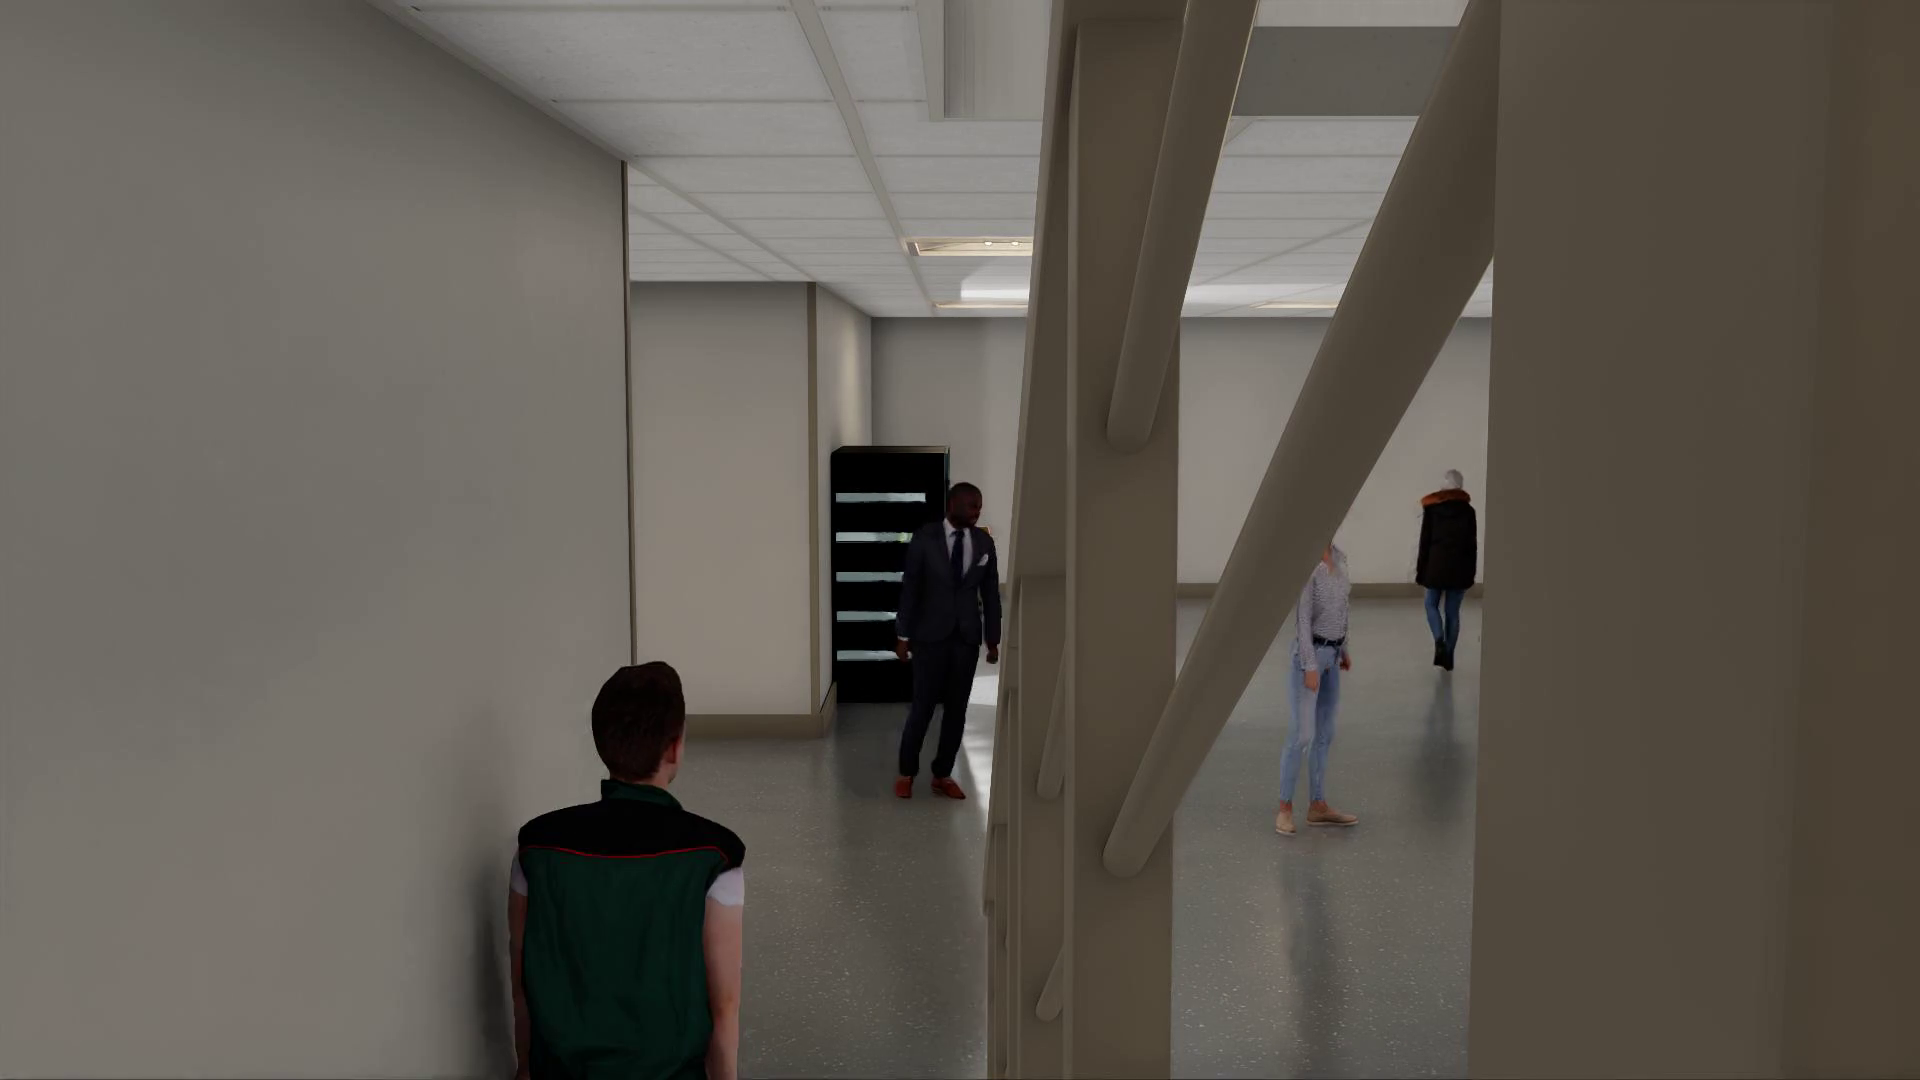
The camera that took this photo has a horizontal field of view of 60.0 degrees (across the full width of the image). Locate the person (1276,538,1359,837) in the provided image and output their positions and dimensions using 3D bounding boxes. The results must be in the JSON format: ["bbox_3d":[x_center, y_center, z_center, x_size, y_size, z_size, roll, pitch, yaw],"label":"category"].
[{"bbox_3d":[1.896,0.643,8.726,0.799,1.779,0.732,4,7,32],"label":"person"}]

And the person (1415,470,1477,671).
[{"bbox_3d":[3.921,0.253,13.386,0.678,1.622,0.731,1,6,11],"label":"person"}]

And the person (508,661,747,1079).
[{"bbox_3d":[-0.667,1.172,3.265,0.664,1.820,0.726,0,6,-2],"label":"person"}]

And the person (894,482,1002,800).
[{"bbox_3d":[-0.119,0.573,9.361,0.837,1.792,0.764,0,6,-5],"label":"person"}]
